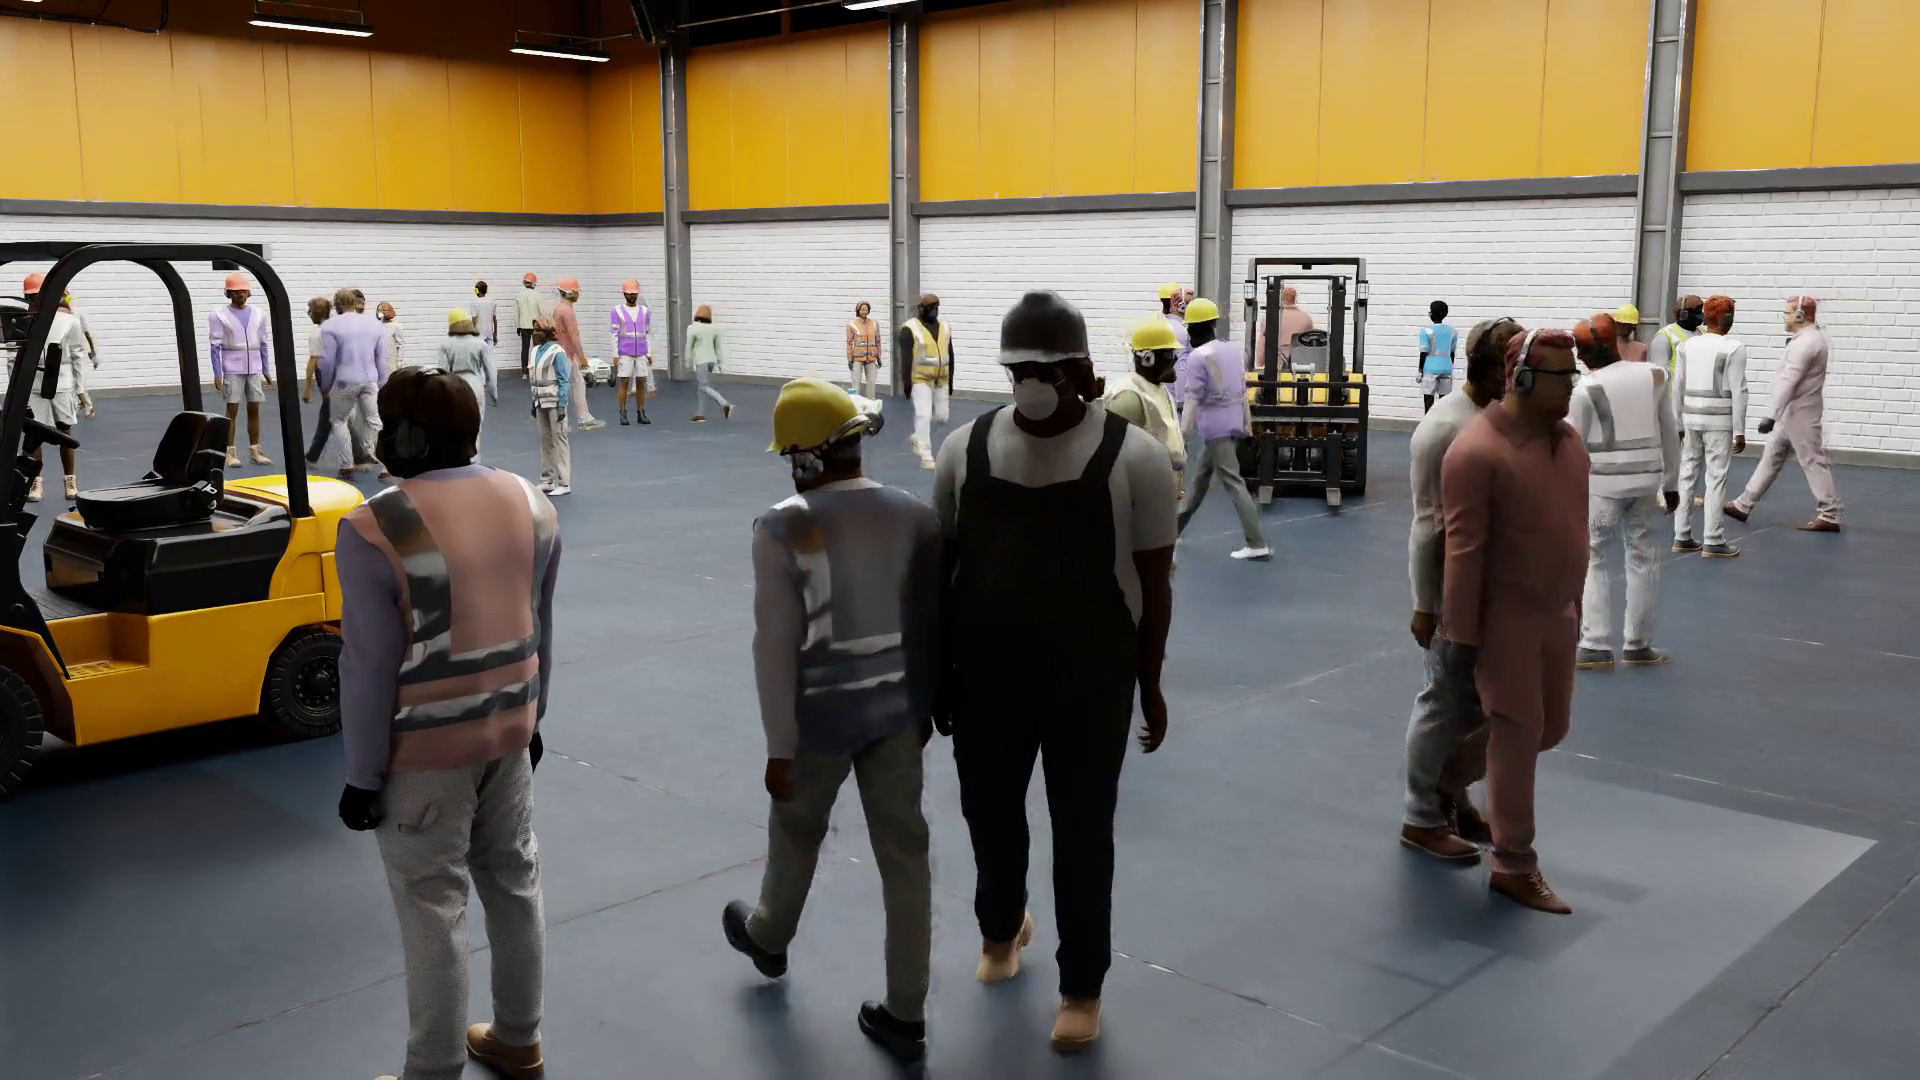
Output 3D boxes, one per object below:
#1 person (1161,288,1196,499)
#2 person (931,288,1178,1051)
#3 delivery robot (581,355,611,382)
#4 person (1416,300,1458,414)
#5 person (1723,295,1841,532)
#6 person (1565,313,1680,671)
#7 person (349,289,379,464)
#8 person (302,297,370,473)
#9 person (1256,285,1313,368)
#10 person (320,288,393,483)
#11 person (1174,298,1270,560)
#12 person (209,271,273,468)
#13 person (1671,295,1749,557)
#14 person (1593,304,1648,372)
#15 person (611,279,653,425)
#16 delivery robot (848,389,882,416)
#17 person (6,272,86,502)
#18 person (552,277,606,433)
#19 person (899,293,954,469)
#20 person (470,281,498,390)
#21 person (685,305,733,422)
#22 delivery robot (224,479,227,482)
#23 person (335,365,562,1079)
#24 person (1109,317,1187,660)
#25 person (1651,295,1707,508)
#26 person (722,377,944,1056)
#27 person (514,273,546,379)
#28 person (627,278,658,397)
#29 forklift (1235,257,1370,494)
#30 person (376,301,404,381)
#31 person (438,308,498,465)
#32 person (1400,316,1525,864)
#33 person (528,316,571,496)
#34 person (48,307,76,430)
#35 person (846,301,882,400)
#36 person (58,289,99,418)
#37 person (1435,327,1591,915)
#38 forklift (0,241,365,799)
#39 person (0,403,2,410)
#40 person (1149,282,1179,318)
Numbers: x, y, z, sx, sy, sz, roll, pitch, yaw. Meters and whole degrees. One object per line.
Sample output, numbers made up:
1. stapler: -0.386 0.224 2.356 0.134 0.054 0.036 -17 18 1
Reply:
1. person: 1.981 -1.318 15.033 0.403 1.900 0.641 0 9 -1
2. person: 0.227 0.320 4.551 0.690 2.000 0.597 3 10 16
3. delivery robot: -6.405 -3.012 29.233 0.477 0.478 0.707 -6 11 -31
4. person: 5.677 -2.003 19.835 0.536 1.700 0.318 -4 10 -22
5. person: 6.576 -1.005 13.244 0.988 1.857 0.643 5 10 28
6. person: 3.440 -0.242 8.617 0.689 1.854 0.346 -1 9 -9
7. person: -6.354 -1.709 17.563 0.327 1.861 0.498 7 12 37
8. person: -6.441 -1.568 16.921 0.968 1.787 0.511 2 10 14
9. person: 3.883 -2.095 19.864 0.650 1.878 0.811 -1 9 -9
10. person: -5.886 -1.488 16.154 0.887 1.872 0.642 9 13 42
11. person: 1.784 -0.793 11.936 1.087 1.854 0.606 6 11 35
12. person: -7.506 -1.780 17.420 0.391 2.040 0.615 8 12 41
13. person: 5.411 -0.817 12.000 0.344 1.883 0.584 -5 10 -27
14. person: 5.798 -1.185 14.626 0.527 1.765 0.329 -2 10 -13
15. person: -4.350 -2.493 22.112 0.552 1.936 0.358 -5 11 -30
16. delivery robot: -1.344 -1.660 20.946 0.707 0.478 0.477 0 9 2
17. person: -8.128 -1.357 14.825 0.609 2.043 0.397 -5 10 -27
18. person: -4.846 -2.323 20.986 0.882 1.958 0.631 -3 10 -19
19. person: -0.371 -1.665 17.394 0.635 1.829 0.636 -7 11 -35
20. person: -8.155 -3.496 28.477 0.328 1.869 0.512 9 13 44
21. person: -3.389 -2.374 22.427 0.679 1.592 0.499 7 12 36
22. delivery robot: -5.303 -0.192 11.944 0.707 0.478 0.477 1 9 7
23. person: -1.259 0.498 4.072 0.429 1.844 0.625 5 11 30
24. person: 0.983 -0.246 8.675 0.429 1.820 0.615 4 10 23
25. person: 6.300 -1.203 14.487 0.633 1.846 0.429 -4 10 -25
26. person: -0.354 0.446 4.573 0.623 1.772 0.937 -6 11 -33
27. person: -8.075 -4.026 31.333 0.622 1.993 0.384 2 9 10
28. person: -5.205 -3.261 26.859 0.406 1.942 0.642 -4 10 -24
29. forklift: 3.309 -1.629 16.029 1.214 2.155 2.313 2 9 11
30. person: -7.721 -2.393 22.433 0.500 1.633 0.285 3 10 18
31. person: -4.835 -1.430 16.376 0.517 1.672 0.931 -1 9 -4
32. person: 1.792 0.175 5.848 0.646 1.916 0.402 -9 13 -42
33. person: -3.757 -1.223 15.230 0.314 1.641 0.515 -9 13 -44
34. person: -11.265 -2.104 20.754 0.698 1.590 0.568 7 12 38
35. person: -1.332 -2.483 22.994 0.519 1.633 0.312 -5 10 -27
36. person: -12.091 -2.523 22.732 0.575 1.817 0.998 1 9 4
37. person: 1.824 0.237 5.566 0.652 1.893 0.728 -7 11 -35
38. forklift: -3.706 -0.171 7.093 1.214 2.155 2.313 9 13 43
39. person: -7.655 -0.946 12.898 0.390 1.850 0.565 -4 10 -21
40. person: 2.233 -1.814 18.028 0.400 1.933 0.599 7 12 37
